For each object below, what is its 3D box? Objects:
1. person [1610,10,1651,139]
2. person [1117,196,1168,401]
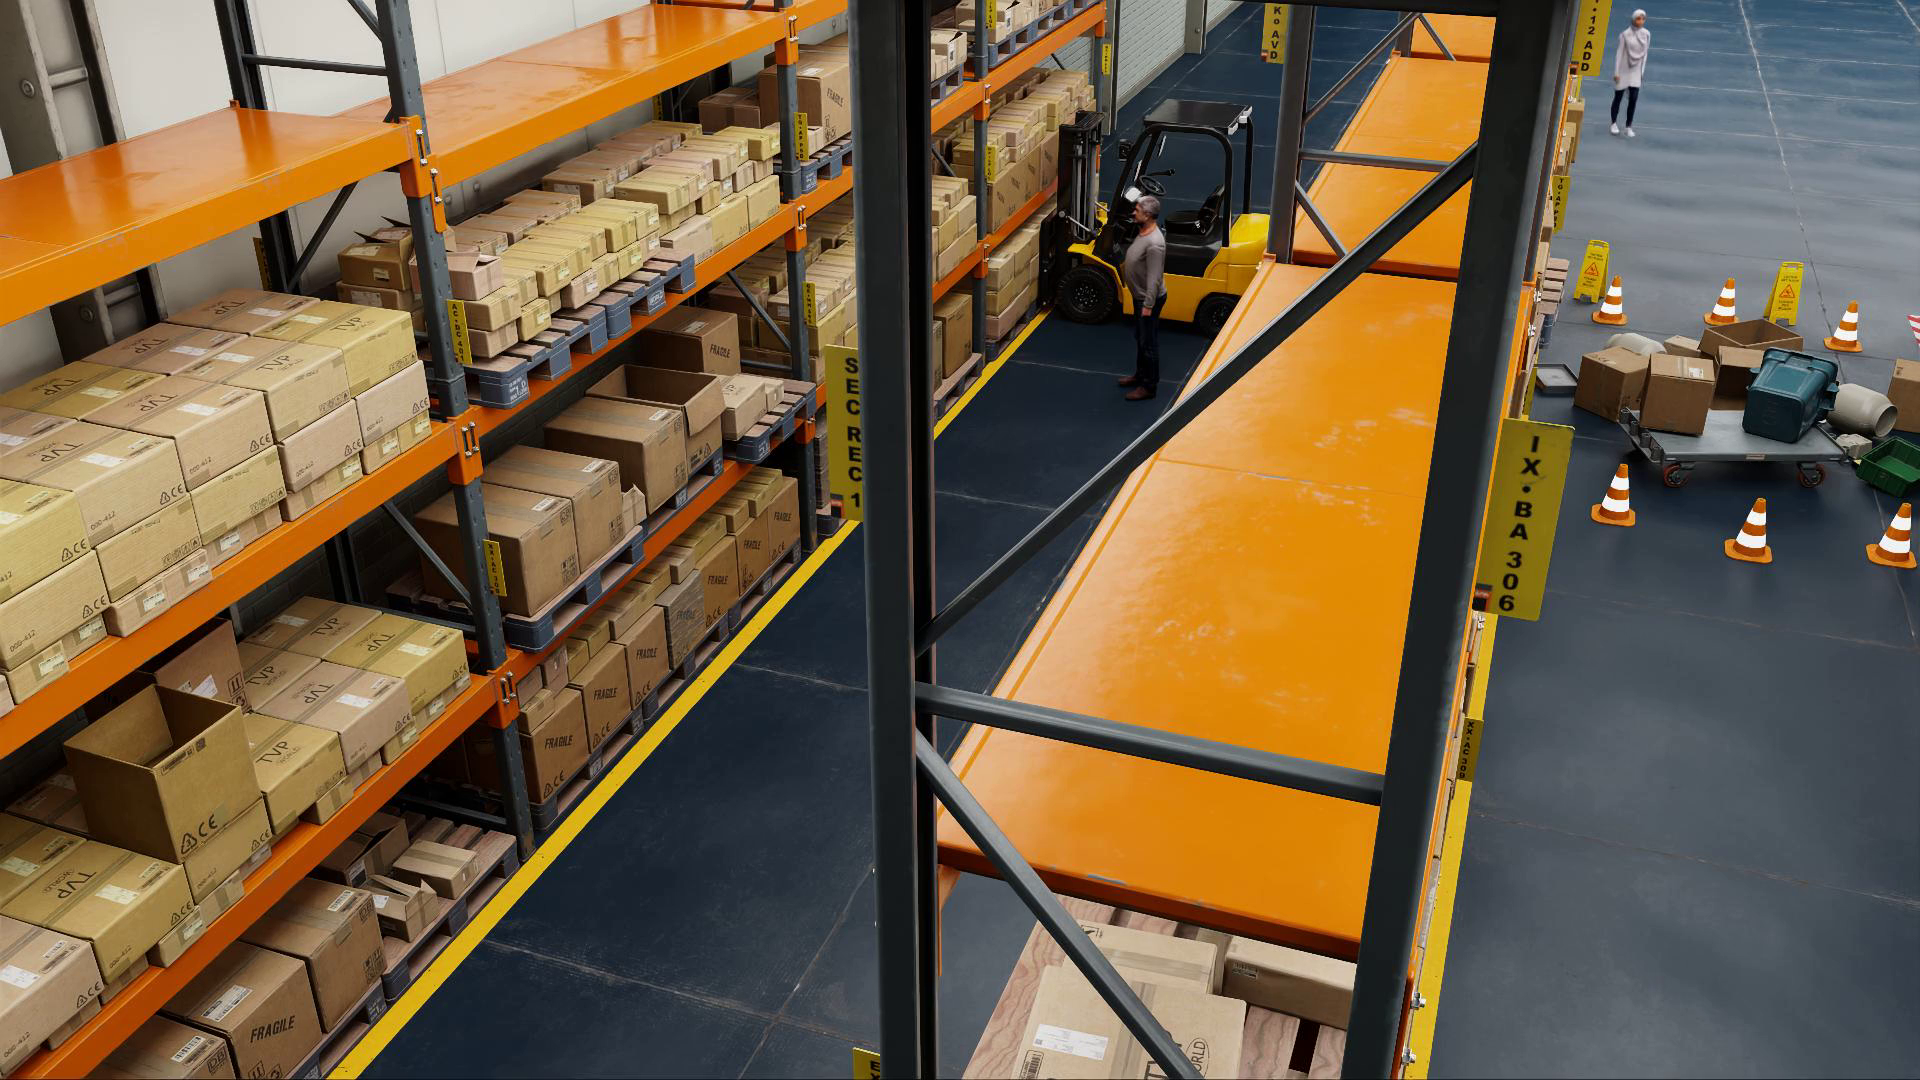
[{"bbox_3d":[9.577,-6.726,23.927,0.773,1.758,0.922,1,28,2],"label":"person"},{"bbox_3d":[1.724,-2.245,15.350,0.886,1.911,0.737,-2,28,-4],"label":"person"}]
